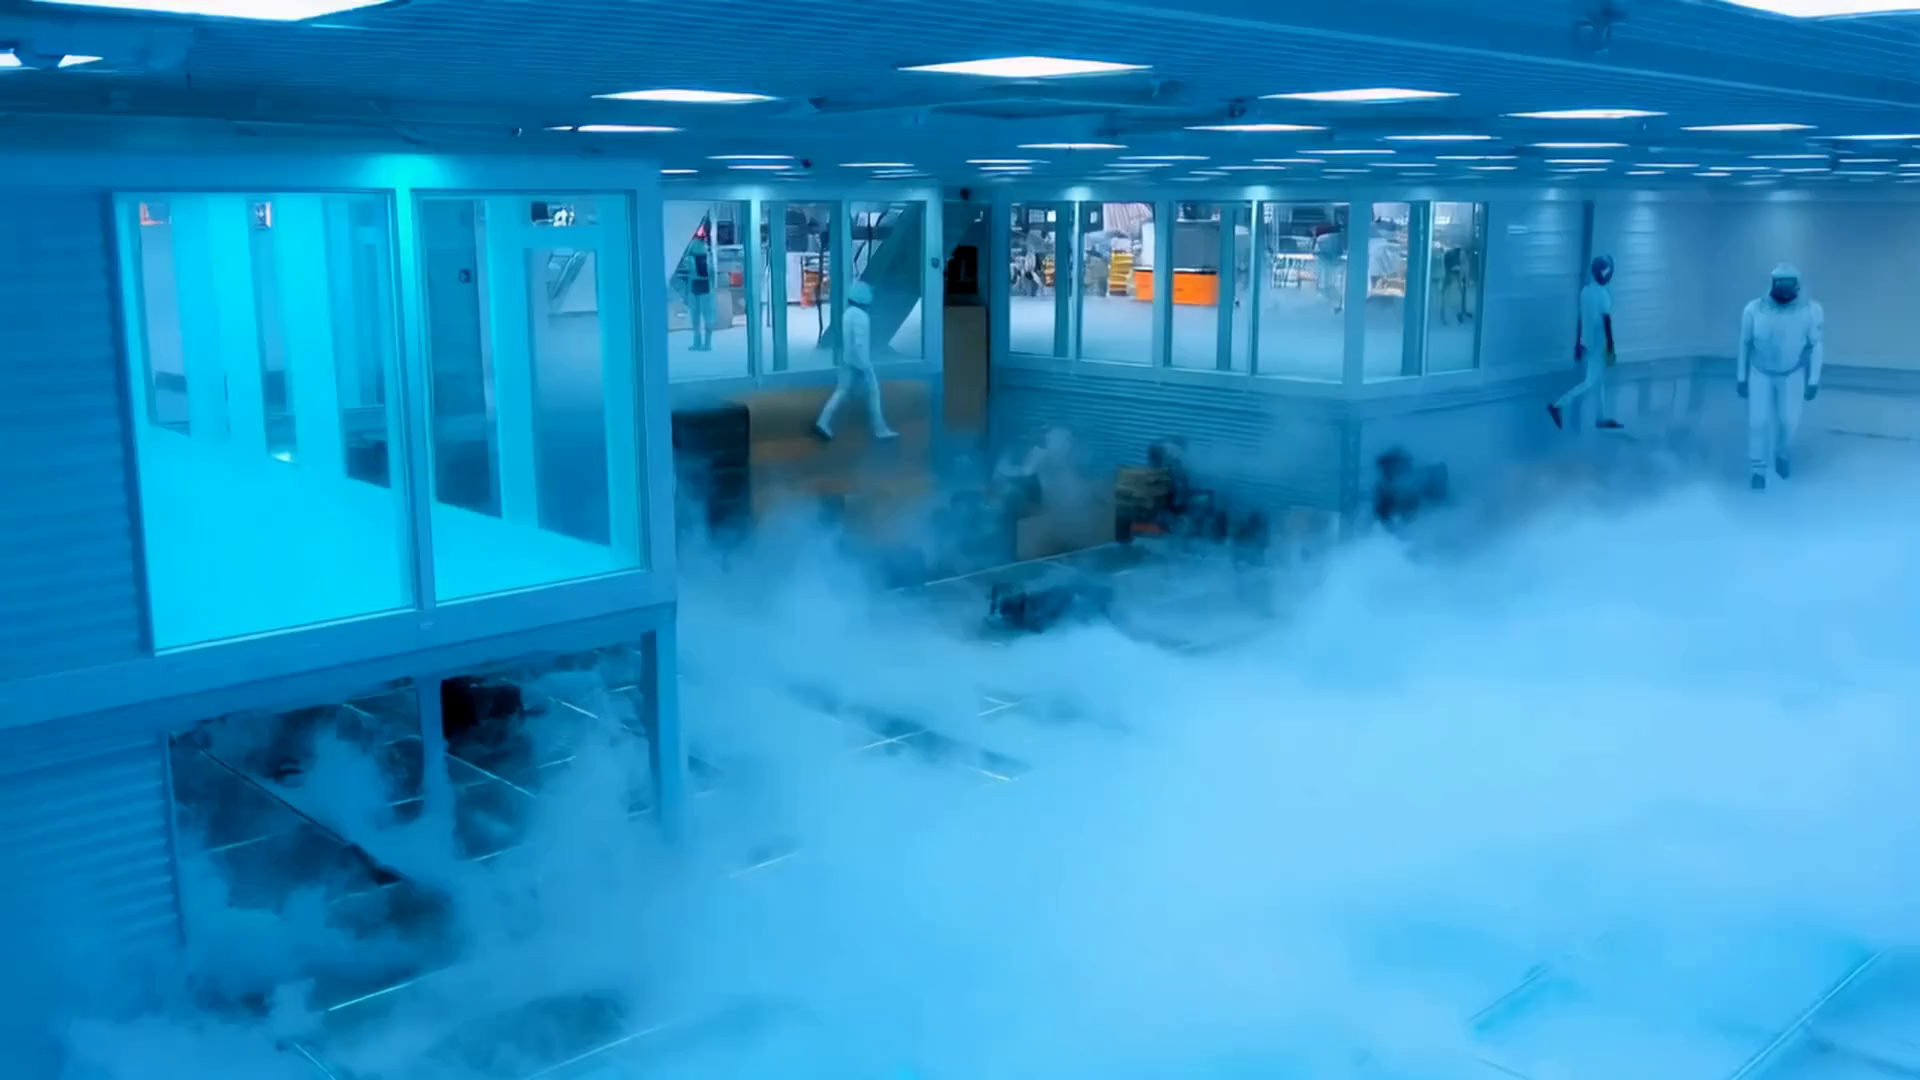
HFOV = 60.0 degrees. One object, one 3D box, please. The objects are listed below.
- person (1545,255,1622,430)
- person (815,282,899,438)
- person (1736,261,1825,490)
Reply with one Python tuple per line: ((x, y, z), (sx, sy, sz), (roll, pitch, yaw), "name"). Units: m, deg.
((6.625, -2.068, 17.514), (0.833, 1.843, 0.522), (0, 11, -2), "person")
((-1.075, -1.823, 16.874), (0.829, 1.595, 0.500), (-5, 13, -26), "person")
((6.810, -1.371, 13.859), (0.641, 1.897, 0.544), (5, 12, 25), "person")
